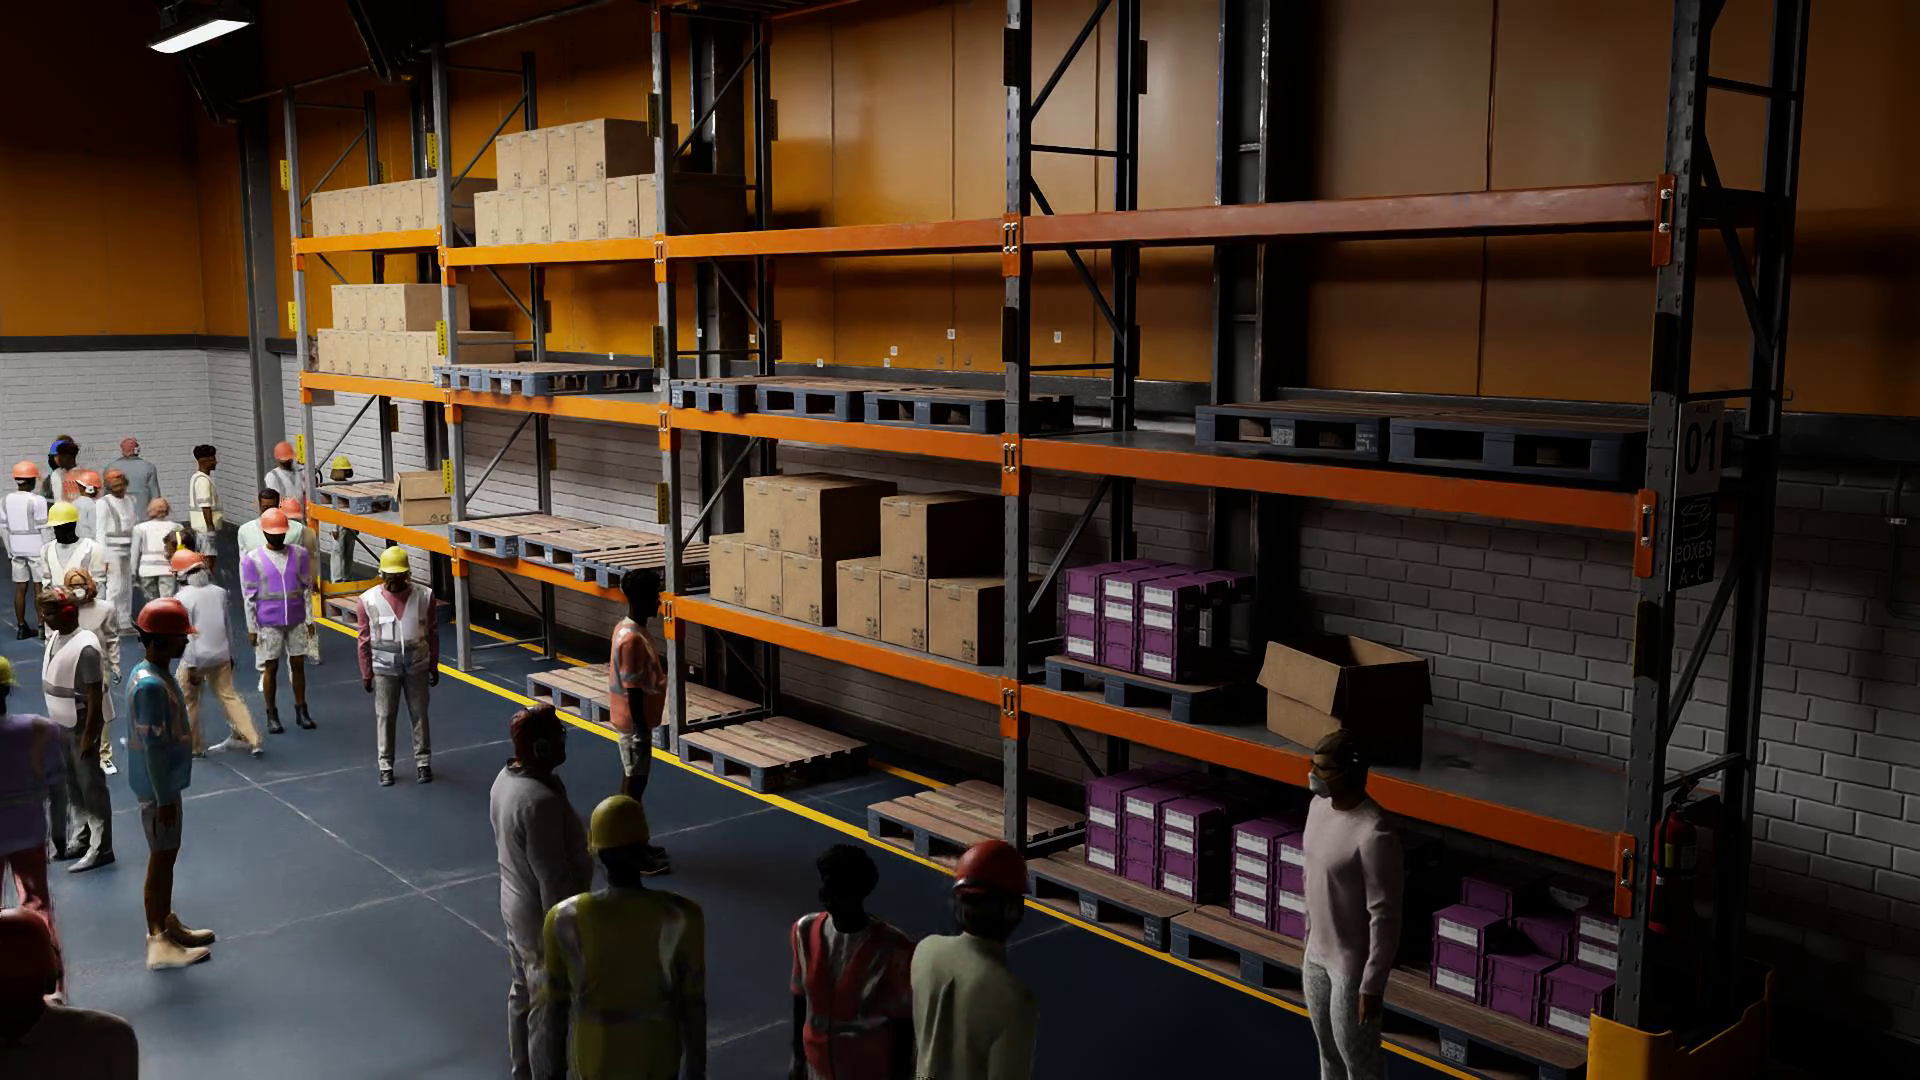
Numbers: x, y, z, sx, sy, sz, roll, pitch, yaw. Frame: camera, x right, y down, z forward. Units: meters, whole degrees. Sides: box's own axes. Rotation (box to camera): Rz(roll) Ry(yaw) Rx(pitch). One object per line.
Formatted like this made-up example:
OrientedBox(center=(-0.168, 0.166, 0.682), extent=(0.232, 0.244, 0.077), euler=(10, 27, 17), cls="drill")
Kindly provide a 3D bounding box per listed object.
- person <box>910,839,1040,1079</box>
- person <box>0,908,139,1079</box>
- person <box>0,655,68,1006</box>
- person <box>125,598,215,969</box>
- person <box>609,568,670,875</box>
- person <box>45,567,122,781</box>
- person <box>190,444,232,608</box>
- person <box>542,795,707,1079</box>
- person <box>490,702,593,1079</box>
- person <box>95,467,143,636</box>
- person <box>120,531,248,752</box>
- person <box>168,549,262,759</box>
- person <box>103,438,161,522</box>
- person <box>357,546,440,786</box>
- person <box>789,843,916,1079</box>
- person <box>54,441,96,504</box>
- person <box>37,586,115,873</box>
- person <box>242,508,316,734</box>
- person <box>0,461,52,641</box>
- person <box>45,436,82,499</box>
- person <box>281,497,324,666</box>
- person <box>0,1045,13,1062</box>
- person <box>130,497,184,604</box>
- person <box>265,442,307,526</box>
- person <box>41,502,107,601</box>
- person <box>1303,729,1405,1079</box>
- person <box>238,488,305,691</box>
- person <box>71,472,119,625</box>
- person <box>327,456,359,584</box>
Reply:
OrientedBox(center=(0.038, 1.926, 5.358), extent=(0.986, 1.933, 0.603), euler=(-8, 11, -43), cls="person")
OrientedBox(center=(-2.623, 1.990, 4.714), extent=(0.621, 1.985, 0.408), euler=(-3, 9, -23), cls="person")
OrientedBox(center=(-4.826, 1.507, 8.444), extent=(0.588, 1.887, 0.946), euler=(-7, 11, -39), cls="person")
OrientedBox(center=(-4.355, 1.327, 9.163), extent=(0.403, 2.035, 0.606), euler=(-3, 9, -22), cls="person")
OrientedBox(center=(-2.057, 1.144, 10.651), extent=(0.364, 1.964, 0.611), euler=(-2, 8, -12), cls="person")
OrientedBox(center=(-6.695, 1.012, 12.721), extent=(0.506, 1.632, 0.268), euler=(-6, 10, -35), cls="person")
OrientedBox(center=(-8.914, -0.160, 19.715), extent=(0.362, 1.965, 0.612), euler=(-5, 10, -31), cls="person")
OrientedBox(center=(-1.209, 1.858, 6.016), extent=(0.602, 1.880, 0.988), euler=(-1, 8, -5), cls="person")
OrientedBox(center=(-1.809, 1.654, 7.299), extent=(0.410, 1.913, 0.643), euler=(-5, 10, -31), cls="person")
OrientedBox(center=(-9.084, 0.141, 17.971), extent=(0.392, 1.878, 0.768), euler=(1, 8, 4), cls="person")
OrientedBox(center=(-6.218, 0.840, 13.286), extent=(0.983, 1.810, 0.550), euler=(-3, 9, -21), cls="person")
OrientedBox(center=(-5.906, 0.916, 13.182), extent=(0.749, 1.706, 0.579), euler=(3, 9, 21), cls="person")
OrientedBox(center=(-10.574, -0.358, 21.304), extent=(0.649, 1.904, 0.401), euler=(-2, 8, -15), cls="person")
OrientedBox(center=(-4.223, 0.946, 12.545), extent=(0.586, 1.824, 0.404), euler=(-4, 9, -24), cls="person")
OrientedBox(center=(-0.393, 1.930, 6.137), extent=(0.537, 1.694, 0.320), euler=(4, 9, 27), cls="person")
OrientedBox(center=(-10.796, -0.237, 20.345), extent=(0.468, 1.944, 0.623), euler=(-1, 8, -6), cls="person")
OrientedBox(center=(-5.671, 1.200, 10.705), extent=(0.564, 1.838, 0.388), euler=(7, 11, 42), cls="person")
OrientedBox(center=(-5.739, 0.678, 14.054), extent=(0.548, 1.924, 0.387), euler=(-7, 11, -40), cls="person")
OrientedBox(center=(-9.991, 0.117, 17.893), extent=(0.552, 1.934, 0.363), euler=(1, 8, 10), cls="person")
OrientedBox(center=(-12.361, -0.549, 23.047), extent=(0.509, 1.784, 1.002), euler=(0, 8, 3), cls="person")
OrientedBox(center=(-6.763, 0.397, 16.760), extent=(0.843, 1.708, 0.601), euler=(7, 11, 40), cls="person")
OrientedBox(center=(-2.765, 2.123, 4.653), extent=(0.321, 1.738, 0.486), euler=(1, 8, 8), cls="person")
OrientedBox(center=(-8.366, 0.361, 17.337), extent=(0.516, 1.601, 0.672), euler=(-3, 9, -17), cls="person")
OrientedBox(center=(-8.341, -0.278, 20.712), extent=(0.407, 1.919, 0.577), euler=(4, 9, 26), cls="person")
OrientedBox(center=(-7.683, 0.623, 14.441), extent=(0.583, 1.922, 0.394), euler=(1, 8, 5), cls="person")
OrientedBox(center=(1.567, 1.715, 6.780), extent=(0.371, 1.939, 0.629), euler=(-2, 8, -14), cls="person")
OrientedBox(center=(-6.437, 0.457, 15.628), extent=(0.592, 1.911, 0.386), euler=(-3, 9, -21), cls="person")
OrientedBox(center=(-9.726, 0.103, 18.650), extent=(0.561, 1.743, 0.336), euler=(6, 10, 37), cls="person")
OrientedBox(center=(-7.582, -0.162, 20.499), extent=(0.295, 1.744, 0.489), euler=(2, 8, 14), cls="person")
